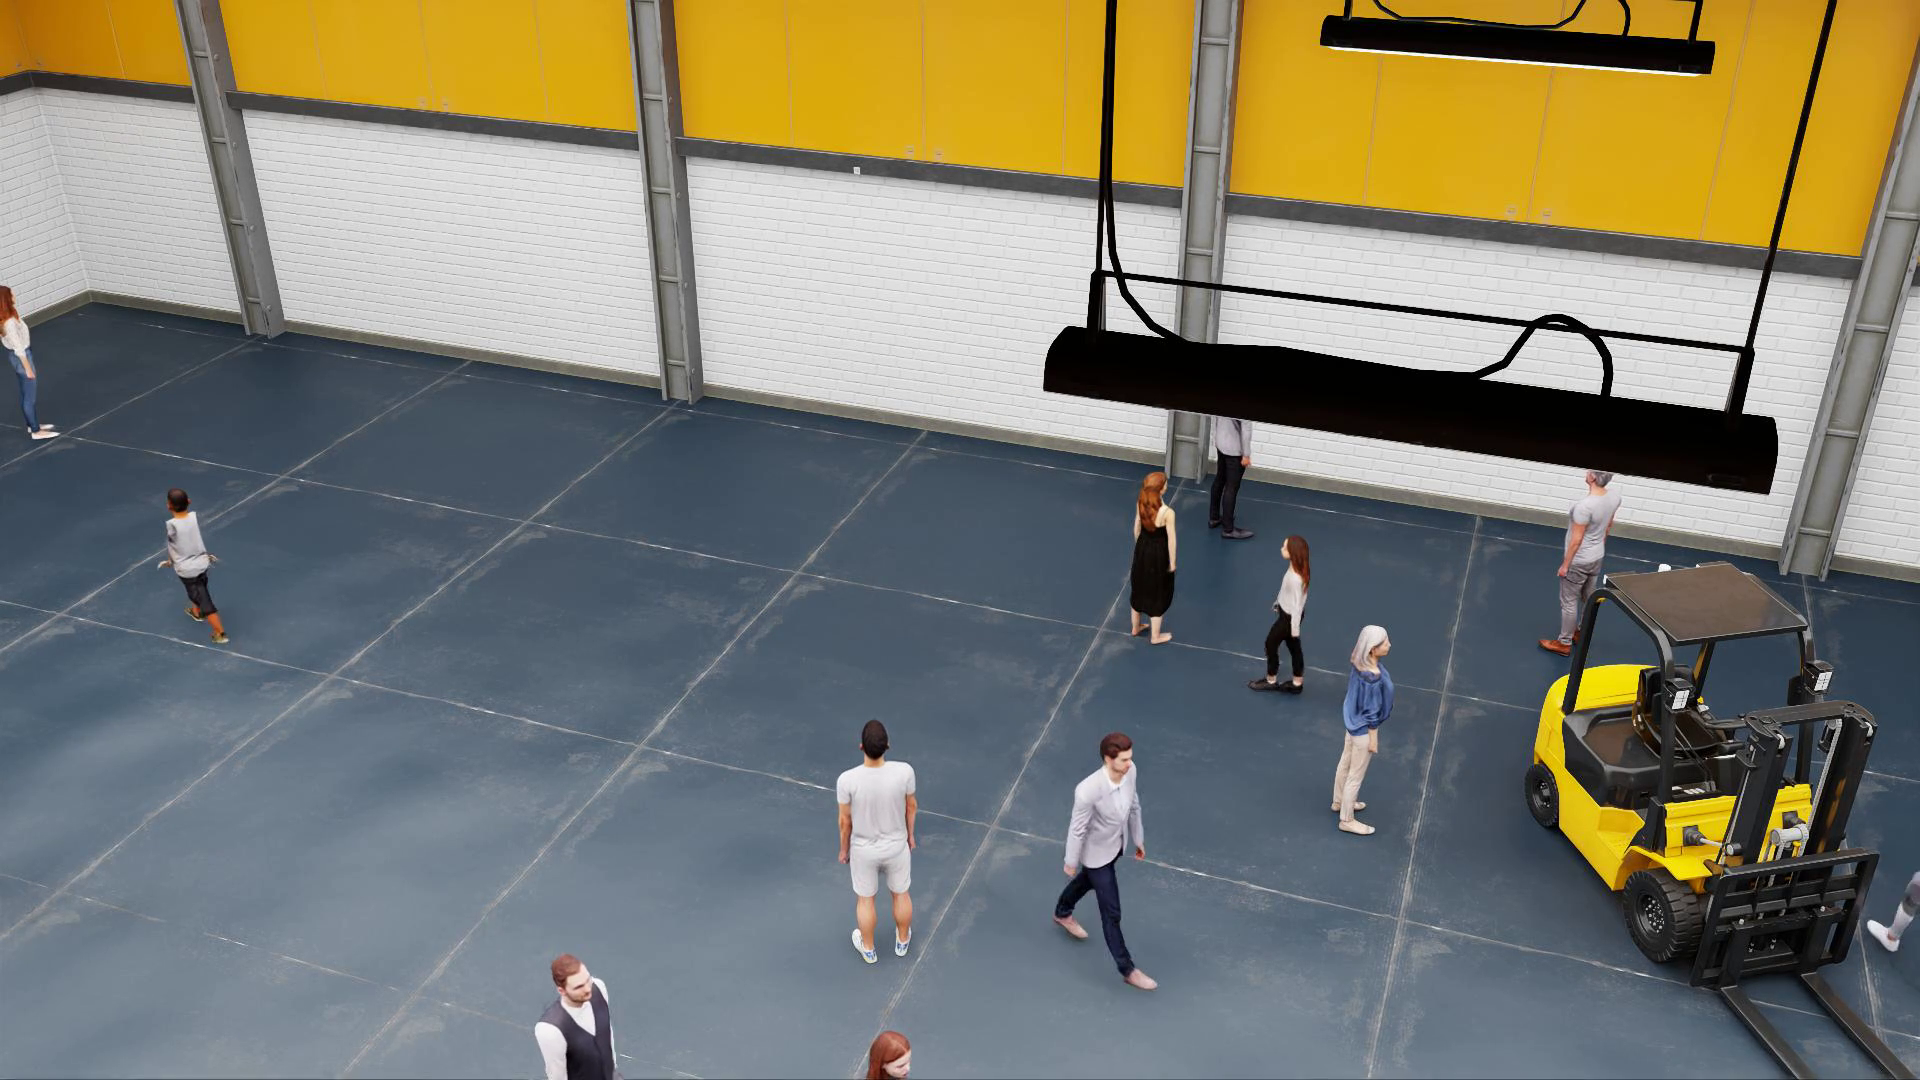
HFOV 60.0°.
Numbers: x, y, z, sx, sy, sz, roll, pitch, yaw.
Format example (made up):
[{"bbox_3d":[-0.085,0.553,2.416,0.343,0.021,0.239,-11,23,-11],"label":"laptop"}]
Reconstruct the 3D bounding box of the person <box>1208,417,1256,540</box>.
[{"bbox_3d":[2.632,-0.945,16.132,0.859,1.922,0.830,-10,30,-17],"label":"person"}]

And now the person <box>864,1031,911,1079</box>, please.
[{"bbox_3d":[-0.383,3.224,8.675,0.584,1.745,0.606,15,32,25],"label":"person"}]

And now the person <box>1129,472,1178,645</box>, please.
[{"bbox_3d":[1.668,0.139,14.455,0.621,1.624,0.722,25,37,37],"label":"person"}]

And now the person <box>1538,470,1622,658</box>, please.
[{"bbox_3d":[5.345,0.144,14.233,0.768,1.829,0.769,-19,34,-31],"label":"person"}]

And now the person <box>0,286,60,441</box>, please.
[{"bbox_3d":[-10.266,-1.949,18.174,0.712,1.728,0.611,-19,34,-31],"label":"person"}]

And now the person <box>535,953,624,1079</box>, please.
[{"bbox_3d":[-2.092,2.927,9.029,0.748,1.927,0.736,13,31,22],"label":"person"}]

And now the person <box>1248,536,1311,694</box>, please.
[{"bbox_3d":[2.798,0.632,13.713,0.666,1.469,0.554,9,30,16],"label":"person"}]

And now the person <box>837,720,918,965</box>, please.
[{"bbox_3d":[-0.532,1.973,10.852,0.723,1.855,0.833,-7,29,-12],"label":"person"}]

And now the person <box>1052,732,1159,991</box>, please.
[{"bbox_3d":[0.871,1.988,10.890,1.299,1.792,1.003,24,37,37],"label":"person"}]

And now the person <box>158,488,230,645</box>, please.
[{"bbox_3d":[-6.696,0.204,14.548,1.070,1.421,0.754,19,34,31],"label":"person"}]

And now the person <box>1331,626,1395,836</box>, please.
[{"bbox_3d":[2.930,1.358,12.144,0.679,1.698,0.685,0,29,-1],"label":"person"}]
